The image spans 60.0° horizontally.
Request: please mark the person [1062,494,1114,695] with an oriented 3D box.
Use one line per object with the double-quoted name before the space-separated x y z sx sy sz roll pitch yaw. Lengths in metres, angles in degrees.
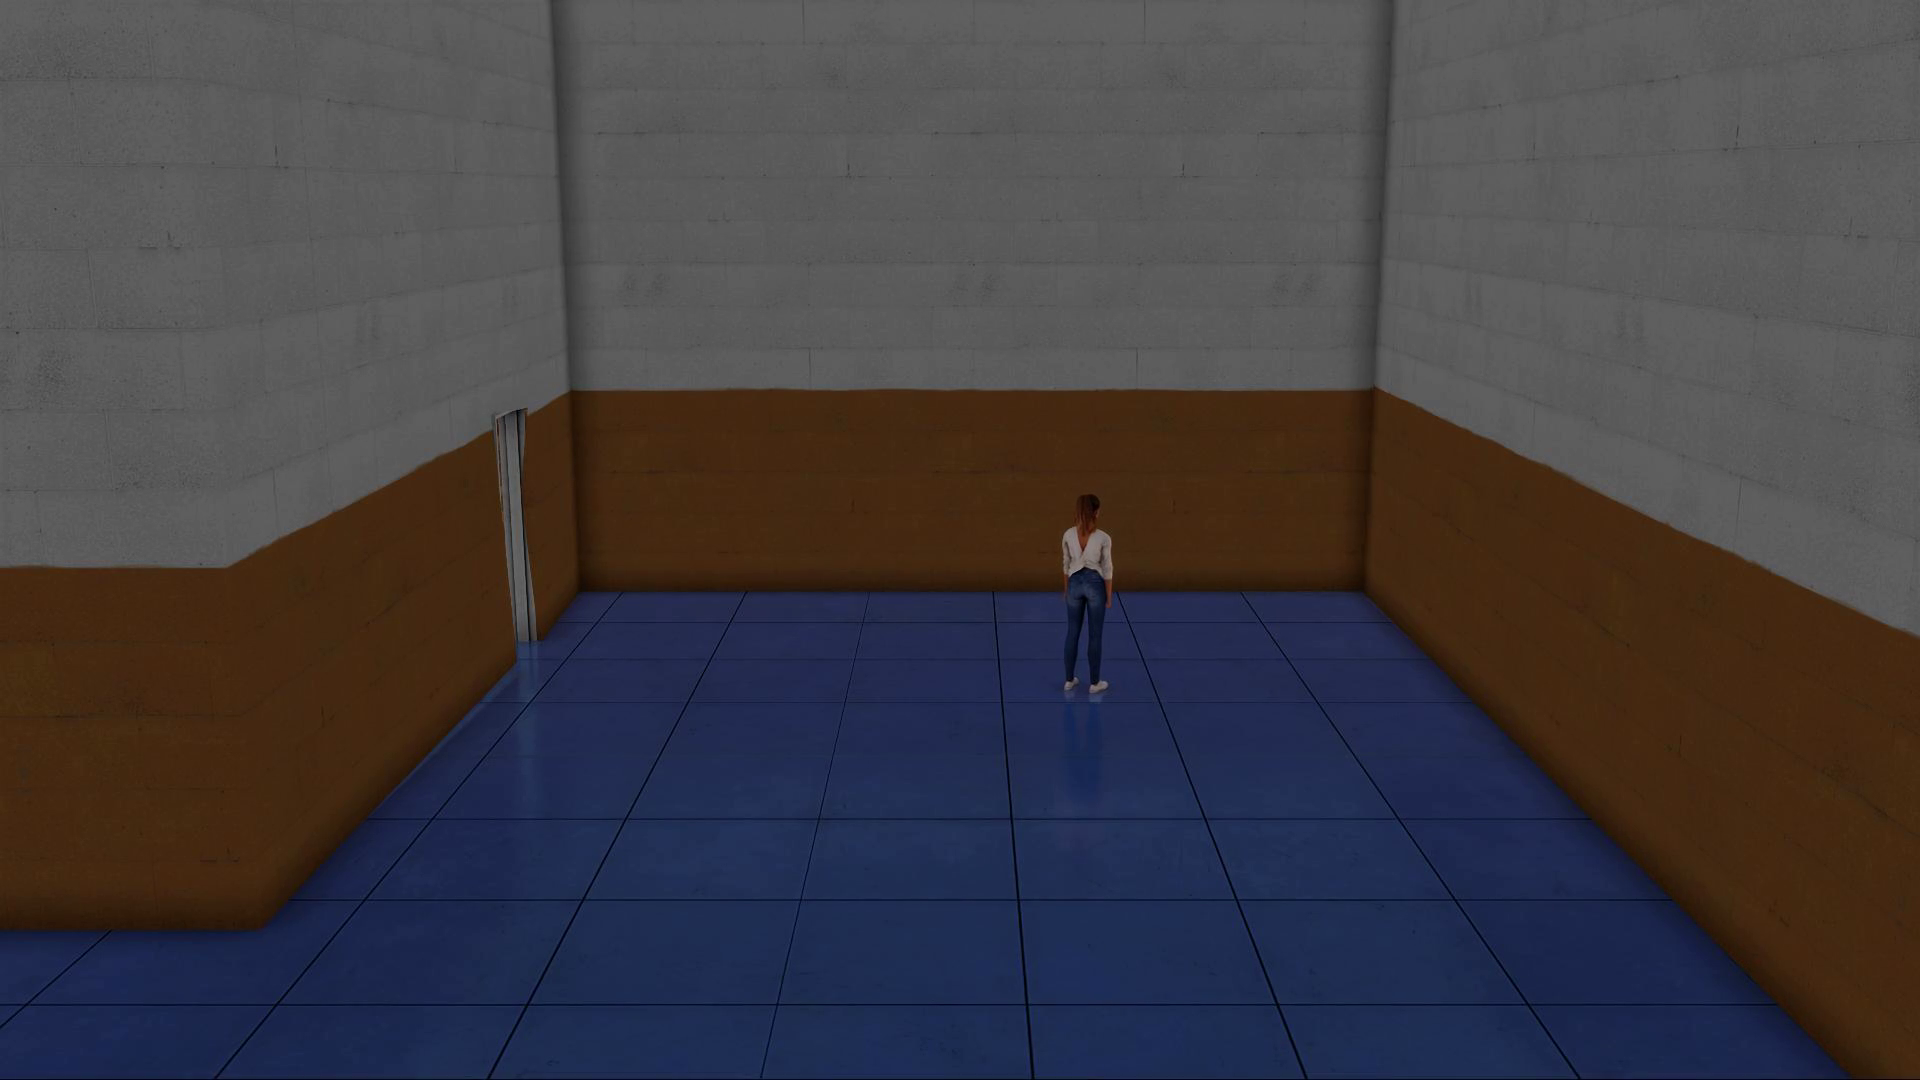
"person" 1.083 0.453 14.263 0.589 1.722 0.729 5 13 23
